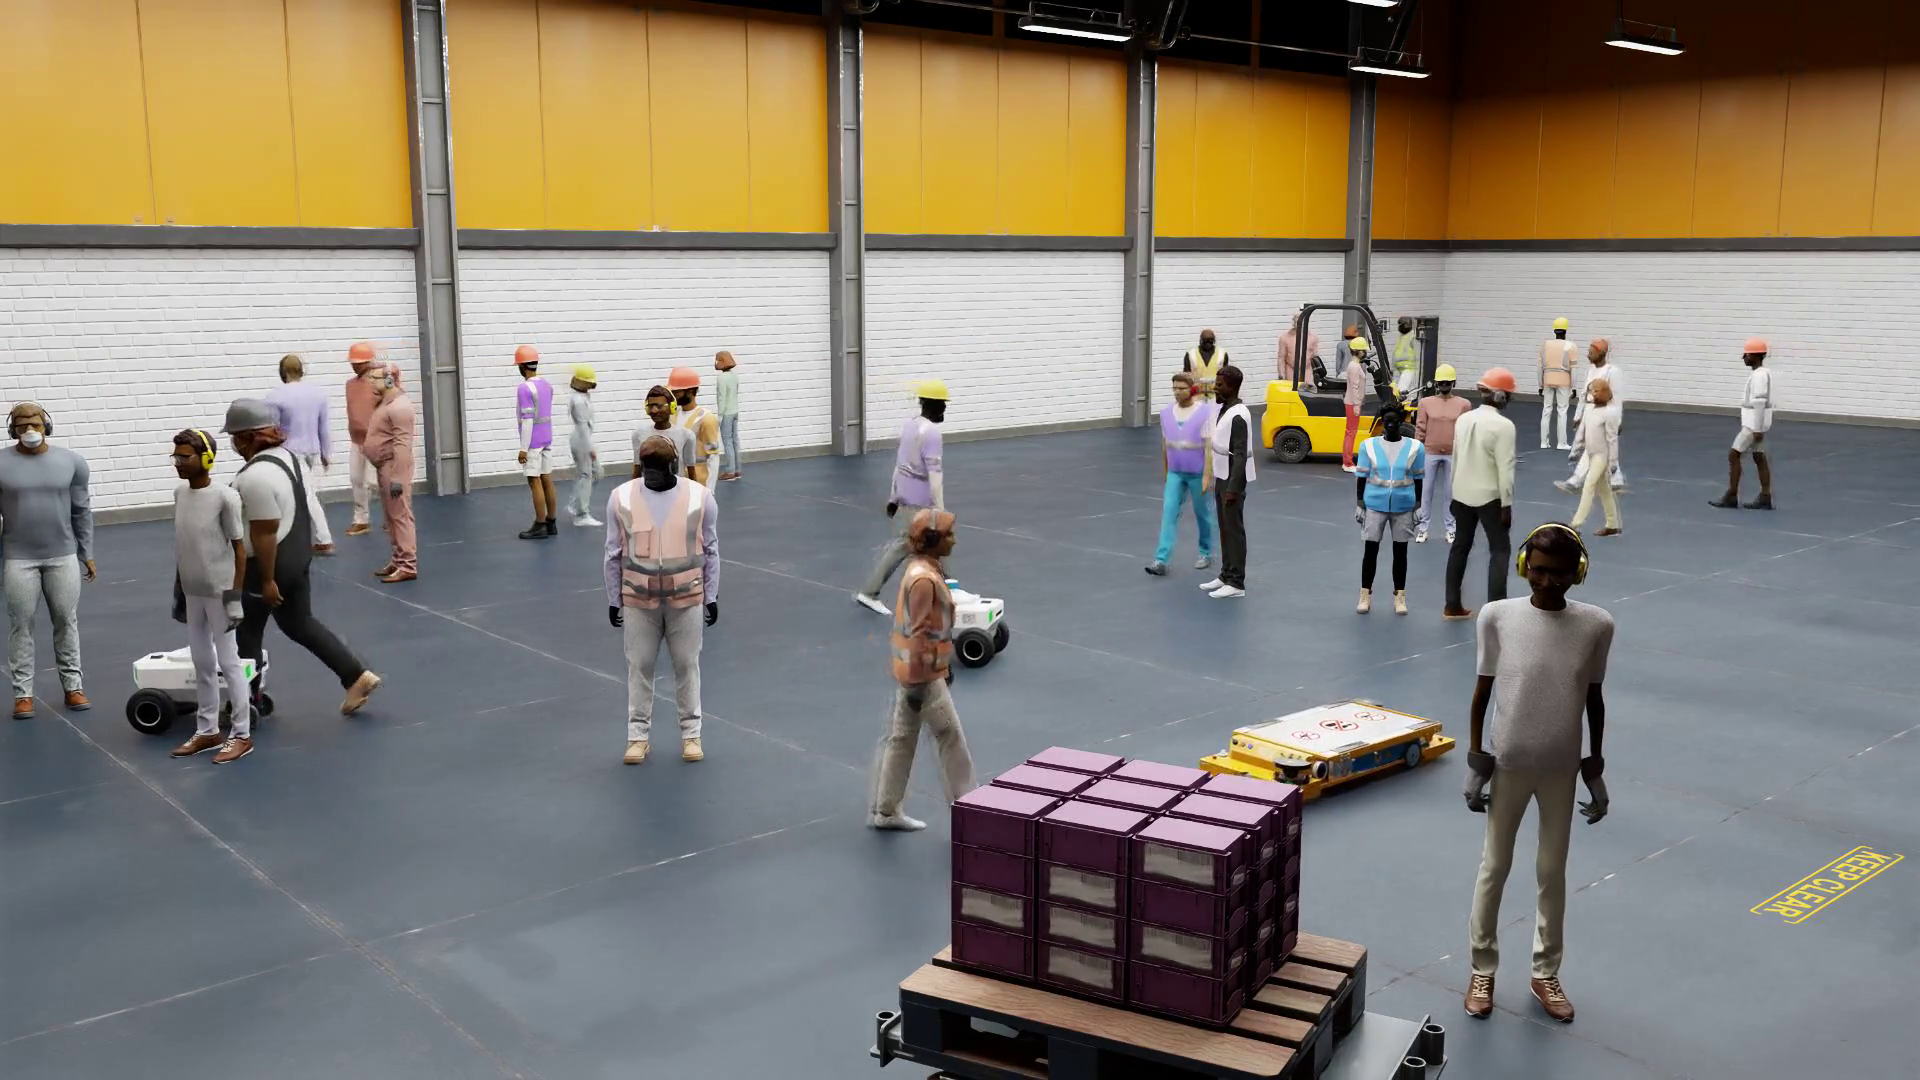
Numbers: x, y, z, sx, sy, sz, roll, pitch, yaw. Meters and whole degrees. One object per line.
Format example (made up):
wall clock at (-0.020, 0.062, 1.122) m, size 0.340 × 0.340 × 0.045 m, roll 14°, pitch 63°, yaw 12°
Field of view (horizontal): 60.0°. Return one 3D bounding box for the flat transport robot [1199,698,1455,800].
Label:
flat transport robot at (2.040, 1.128, 9.154) m, size 1.431 × 0.197 × 0.652 m, roll -8°, pitch 13°, yaw -40°

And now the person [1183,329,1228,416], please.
person at (3.397, -2.020, 23.083) m, size 0.658 × 1.821 × 0.434 m, roll 1°, pitch 10°, yaw 7°

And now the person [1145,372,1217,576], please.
person at (2.002, -0.587, 14.739) m, size 0.594 × 1.794 × 0.964 m, roll 7°, pitch 12°, yaw 34°

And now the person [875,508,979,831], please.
person at (-0.061, 0.650, 8.032) m, size 0.783 × 1.603 × 0.539 m, roll 0°, pitch 10°, yaw -2°

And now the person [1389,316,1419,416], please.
person at (7.367, -2.830, 27.810) m, size 0.850 × 1.807 × 0.661 m, roll -2°, pitch 10°, yaw -12°

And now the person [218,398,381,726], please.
person at (-4.044, 0.108, 9.951) m, size 0.947 × 2.000 × 0.678 m, roll 0°, pitch 10°, yaw -1°

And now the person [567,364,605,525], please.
person at (-3.886, -0.976, 17.286) m, size 0.345 × 1.709 × 0.510 m, roll 0°, pitch 10°, yaw -2°

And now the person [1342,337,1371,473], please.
person at (5.160, -1.757, 21.674) m, size 0.310 × 1.768 × 0.533 m, roll 2°, pitch 10°, yaw 10°

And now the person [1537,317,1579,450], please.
person at (8.693, -2.268, 24.185) m, size 0.592 × 1.930 × 0.356 m, roll 9°, pitch 13°, yaw 42°

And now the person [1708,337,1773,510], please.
person at (8.736, -1.294, 18.538) m, size 0.790 × 1.905 × 0.564 m, roll 5°, pitch 11°, yaw 28°

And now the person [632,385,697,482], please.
person at (-2.197, -0.222, 12.381) m, size 0.521 × 1.873 × 0.336 m, roll 1°, pitch 10°, yaw 6°

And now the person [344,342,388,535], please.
person at (-5.940, -1.018, 16.754) m, size 0.638 × 1.966 × 0.575 m, roll 5°, pitch 11°, yaw 27°

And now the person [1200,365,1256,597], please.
person at (2.241, -0.484, 13.785) m, size 0.392 × 1.917 × 0.591 m, roll -1°, pitch 10°, yaw -4°

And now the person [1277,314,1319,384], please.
person at (5.473, -2.701, 26.880) m, size 0.665 × 1.874 × 0.837 m, roll 1°, pitch 10°, yaw 6°

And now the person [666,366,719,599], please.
person at (-2.198, -0.450, 13.531) m, size 0.548 × 1.934 × 0.375 m, roll 9°, pitch 13°, yaw 41°

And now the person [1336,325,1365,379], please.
person at (6.699, -2.867, 28.565) m, size 0.501 × 1.631 × 0.286 m, roll 3°, pitch 10°, yaw 18°

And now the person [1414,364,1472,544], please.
person at (4.723, -0.839, 16.299) m, size 0.533 × 1.768 × 0.310 m, roll 2°, pitch 10°, yaw 13°

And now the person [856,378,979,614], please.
person at (-0.357, -0.353, 13.189) m, size 1.061 × 1.864 × 0.604 m, roll -4°, pitch 10°, yaw -20°

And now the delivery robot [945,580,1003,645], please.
delivery robot at (-0.068, 0.520, 11.609) m, size 0.707 × 0.478 × 0.477 m, roll 3°, pitch 10°, yaw 15°

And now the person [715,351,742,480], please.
person at (-2.929, -1.564, 20.934) m, size 0.268 × 1.630 × 0.507 m, roll 3°, pitch 10°, yaw 17°

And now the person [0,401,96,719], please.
person at (-5.648, 0.113, 10.219) m, size 0.627 × 1.941 × 0.370 m, roll -7°, pitch 12°, yaw -35°

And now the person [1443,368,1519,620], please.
person at (4.031, -0.319, 12.678) m, size 0.498 × 1.967 × 0.815 m, roll -5°, pitch 11°, yaw -28°

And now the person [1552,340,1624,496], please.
person at (7.454, -1.430, 19.563) m, size 1.000 × 1.826 × 0.610 m, roll -1°, pitch 10°, yaw -8°

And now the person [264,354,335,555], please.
person at (-6.322, -0.809, 15.764) m, size 1.027 × 1.882 × 0.648 m, roll 5°, pitch 11°, yaw 27°

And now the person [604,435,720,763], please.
person at (-1.650, 0.330, 9.242) m, size 0.634 × 1.839 × 0.429 m, roll -1°, pitch 10°, yaw -7°

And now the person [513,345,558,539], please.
person at (-4.264, -0.972, 16.589) m, size 0.375 × 1.932 × 0.549 m, roll 2°, pitch 10°, yaw 14°

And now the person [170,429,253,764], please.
person at (-4.200, 0.309, 9.270) m, size 0.517 × 1.874 × 0.328 m, roll 5°, pitch 11°, yaw 25°

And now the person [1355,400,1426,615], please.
person at (3.369, -0.251, 13.060) m, size 0.540 × 1.695 × 0.317 m, roll 2°, pitch 10°, yaw 12°

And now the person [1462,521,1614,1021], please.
person at (2.126, 0.850, 6.132) m, size 0.519 × 1.865 × 0.327 m, roll 1°, pitch 10°, yaw 8°

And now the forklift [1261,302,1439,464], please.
forklift at (5.320, -2.157, 22.763) m, size 2.313 × 2.155 × 1.214 m, roll 3°, pitch 10°, yaw 16°

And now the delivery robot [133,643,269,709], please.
delivery robot at (-4.541, 0.796, 9.973) m, size 0.707 × 0.478 × 0.477 m, roll 0°, pitch 9°, yaw -3°

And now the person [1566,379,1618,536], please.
person at (6.276, -0.803, 16.595) m, size 0.825 × 1.597 × 0.520 m, roll -1°, pitch 10°, yaw -5°

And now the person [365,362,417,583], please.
person at (-4.937, -0.589, 14.427) m, size 0.403 × 1.905 × 0.680 m, roll -5°, pitch 11°, yaw -29°
